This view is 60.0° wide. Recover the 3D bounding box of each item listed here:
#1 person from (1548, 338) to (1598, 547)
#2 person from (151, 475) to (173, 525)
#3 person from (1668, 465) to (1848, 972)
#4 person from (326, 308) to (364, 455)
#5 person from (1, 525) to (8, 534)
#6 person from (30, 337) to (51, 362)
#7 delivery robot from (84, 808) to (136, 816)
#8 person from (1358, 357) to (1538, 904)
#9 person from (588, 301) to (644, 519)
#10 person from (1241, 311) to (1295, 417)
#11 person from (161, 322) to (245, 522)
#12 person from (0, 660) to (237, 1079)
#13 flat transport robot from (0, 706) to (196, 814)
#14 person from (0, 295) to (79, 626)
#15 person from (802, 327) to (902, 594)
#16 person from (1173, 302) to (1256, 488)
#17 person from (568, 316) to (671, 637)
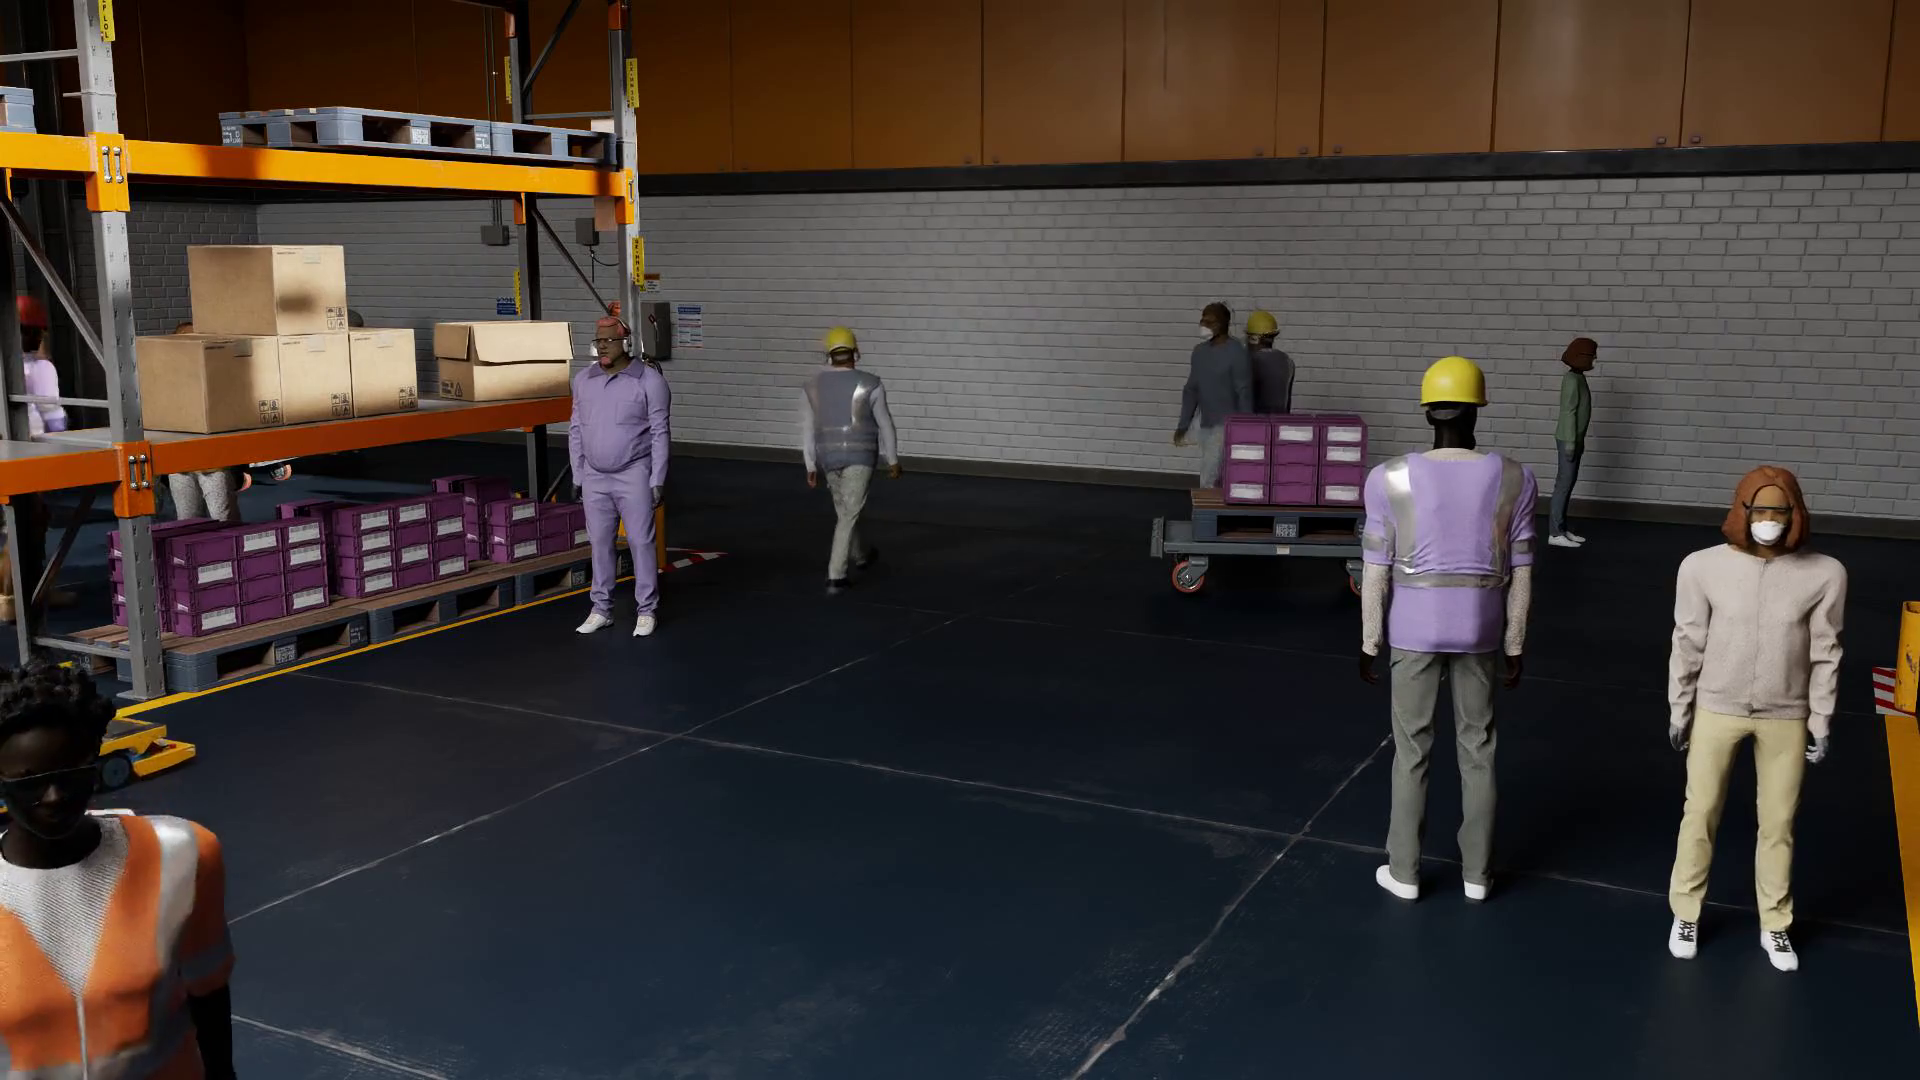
[{"bbox_3d":[4.783,-0.760,12.975,0.271,1.629,0.497,5,11,26],"label":"person"},{"bbox_3d":[-5.395,-0.503,11.336,0.559,1.681,0.875,3,10,19],"label":"person"},{"bbox_3d":[2.519,0.567,5.307,0.492,1.625,0.284,3,10,19],"label":"person"},{"bbox_3d":[-7.057,-1.933,18.859,0.636,1.939,0.362,-9,14,-43],"label":"person"},{"bbox_3d":[-7.932,-0.971,13.289,1.016,1.947,0.633,-10,14,-44],"label":"person"},{"bbox_3d":[-8.949,-1.361,15.730,0.720,1.866,0.863,-2,10,-10],"label":"person"},{"bbox_3d":[-2.857,1.062,5.254,0.477,0.478,0.707,-2,10,-11],"label":"delivery robot"},{"bbox_3d":[1.689,0.327,5.833,0.590,1.920,0.384,1,10,6],"label":"person"},{"bbox_3d":[-2.890,-1.085,14.137,0.348,1.879,0.576,7,12,34],"label":"person"},{"bbox_3d":[2.323,-0.855,12.932,0.603,1.831,0.404,-8,13,-38],"label":"person"},{"bbox_3d":[-4.889,-0.478,10.718,0.619,1.845,0.430,2,10,10],"label":"person"},{"bbox_3d":[-1.392,1.011,2.638,0.552,1.647,0.868,-7,12,-35],"label":"person"},{"bbox_3d":[-4.012,0.963,6.915,0.652,0.197,1.431,5,11,26],"label":"flat transport robot"},{"bbox_3d":[-5.742,-0.500,10.340,0.604,2.010,0.782,5,11,27],"label":"person"},{"bbox_3d":[-0.737,-0.558,11.367,0.594,1.768,0.973,4,11,23],"label":"person"},{"bbox_3d":[1.847,-0.817,12.484,0.881,1.902,0.645,-4,11,-23],"label":"person"},{"bbox_3d":[-2.046,-0.372,9.918,0.645,1.908,0.408,2,10,14],"label":"person"}]
